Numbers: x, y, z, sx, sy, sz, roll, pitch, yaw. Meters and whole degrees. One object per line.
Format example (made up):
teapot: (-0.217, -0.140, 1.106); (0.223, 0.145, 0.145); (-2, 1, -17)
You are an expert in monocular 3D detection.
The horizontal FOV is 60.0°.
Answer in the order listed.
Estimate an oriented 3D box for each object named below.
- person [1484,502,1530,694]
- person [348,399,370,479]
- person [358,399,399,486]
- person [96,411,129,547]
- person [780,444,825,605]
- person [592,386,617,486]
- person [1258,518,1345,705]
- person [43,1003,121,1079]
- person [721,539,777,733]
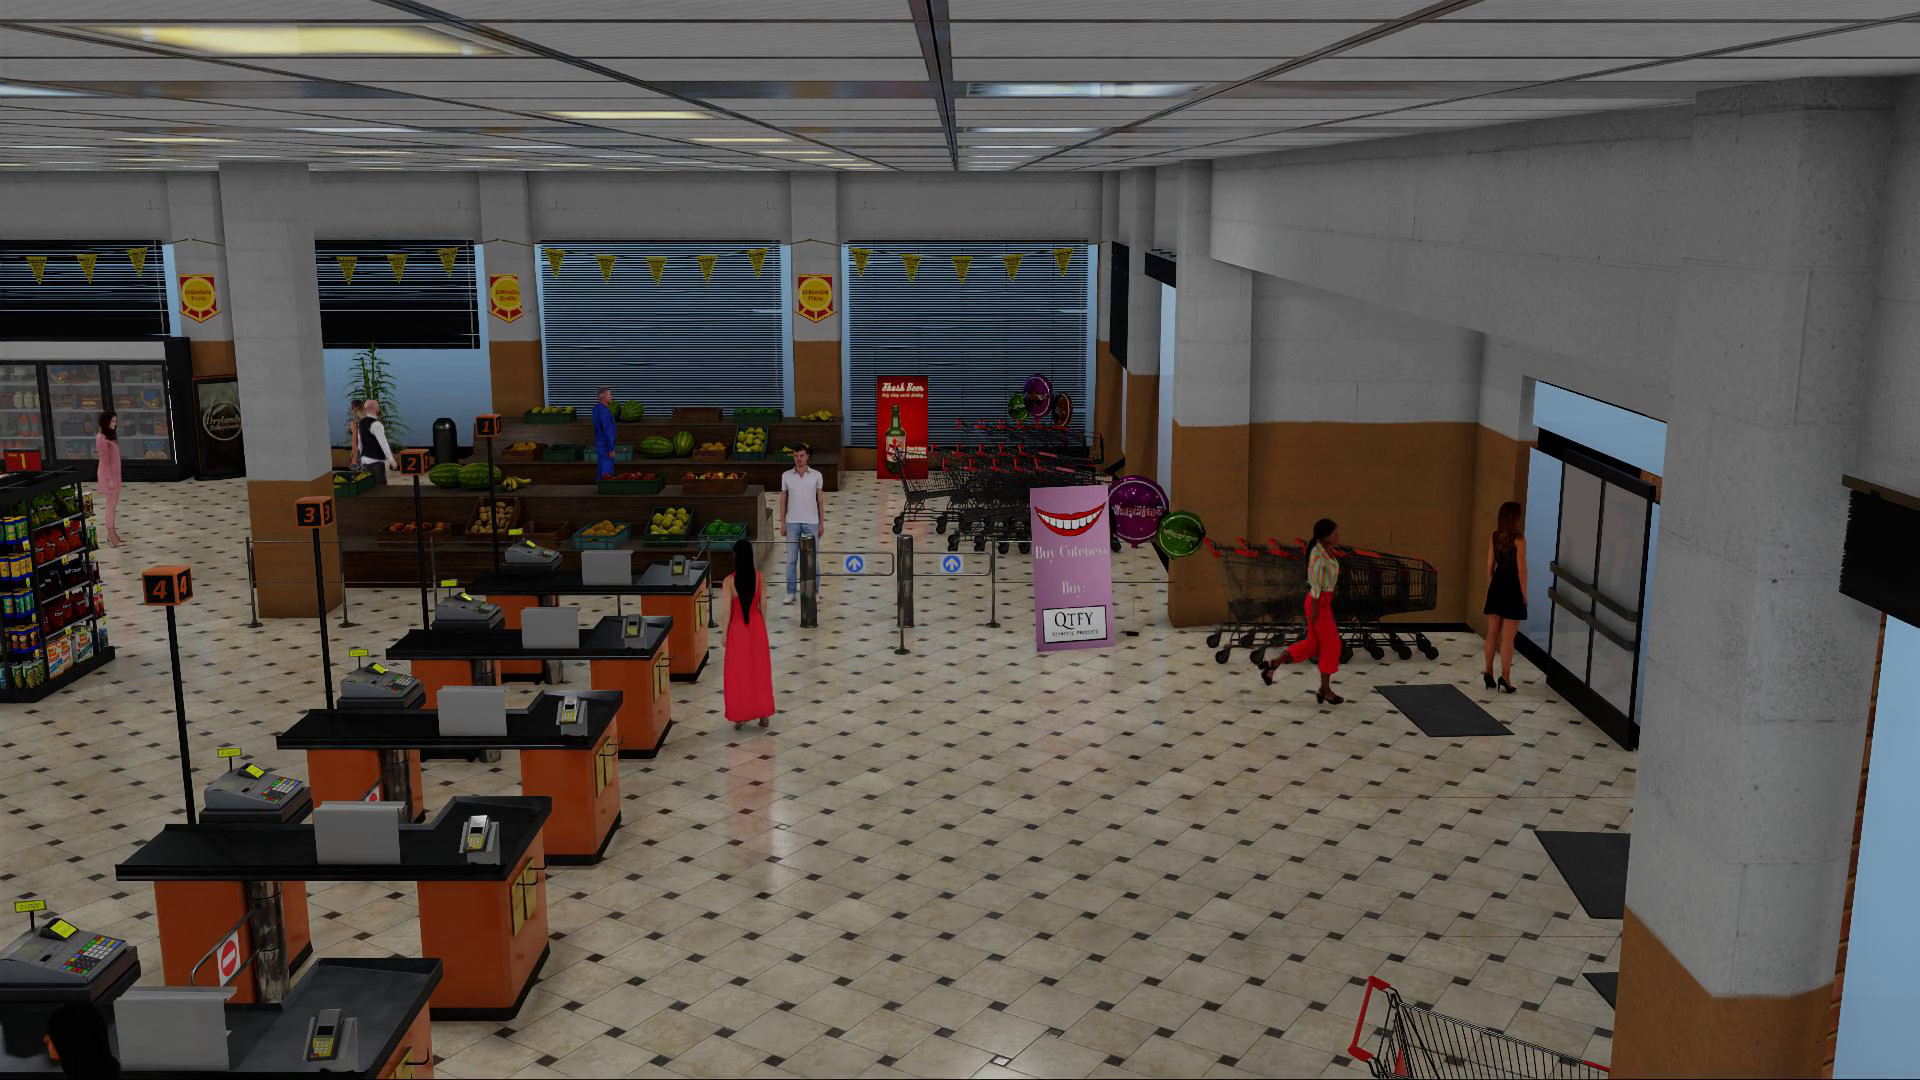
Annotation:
person: (5.169, 0.537, 15.768); (0.691, 1.835, 0.662); (-8, 14, -34)
person: (-8.701, -1.208, 24.435); (1.073, 1.679, 0.762); (3, 12, 15)
person: (-8.300, -1.053, 23.398); (1.026, 1.804, 0.966); (-11, 16, -42)
person: (-11.430, -0.828, 22.334); (0.634, 1.801, 0.676); (-4, 12, -18)
person: (-1.816, -0.190, 19.184); (0.467, 1.851, 0.712); (0, 12, -2)
person: (-5.329, -1.391, 24.939); (0.734, 1.829, 0.789); (-6, 13, -25)
person: (3.199, 0.675, 15.291); (1.042, 1.763, 0.668); (2, 12, 8)
person: (-3.384, 2.578, 6.538); (0.596, 1.645, 0.691); (-2, 12, -10)
person: (-1.872, 0.837, 14.605); (0.705, 1.727, 0.796); (-7, 14, -30)
